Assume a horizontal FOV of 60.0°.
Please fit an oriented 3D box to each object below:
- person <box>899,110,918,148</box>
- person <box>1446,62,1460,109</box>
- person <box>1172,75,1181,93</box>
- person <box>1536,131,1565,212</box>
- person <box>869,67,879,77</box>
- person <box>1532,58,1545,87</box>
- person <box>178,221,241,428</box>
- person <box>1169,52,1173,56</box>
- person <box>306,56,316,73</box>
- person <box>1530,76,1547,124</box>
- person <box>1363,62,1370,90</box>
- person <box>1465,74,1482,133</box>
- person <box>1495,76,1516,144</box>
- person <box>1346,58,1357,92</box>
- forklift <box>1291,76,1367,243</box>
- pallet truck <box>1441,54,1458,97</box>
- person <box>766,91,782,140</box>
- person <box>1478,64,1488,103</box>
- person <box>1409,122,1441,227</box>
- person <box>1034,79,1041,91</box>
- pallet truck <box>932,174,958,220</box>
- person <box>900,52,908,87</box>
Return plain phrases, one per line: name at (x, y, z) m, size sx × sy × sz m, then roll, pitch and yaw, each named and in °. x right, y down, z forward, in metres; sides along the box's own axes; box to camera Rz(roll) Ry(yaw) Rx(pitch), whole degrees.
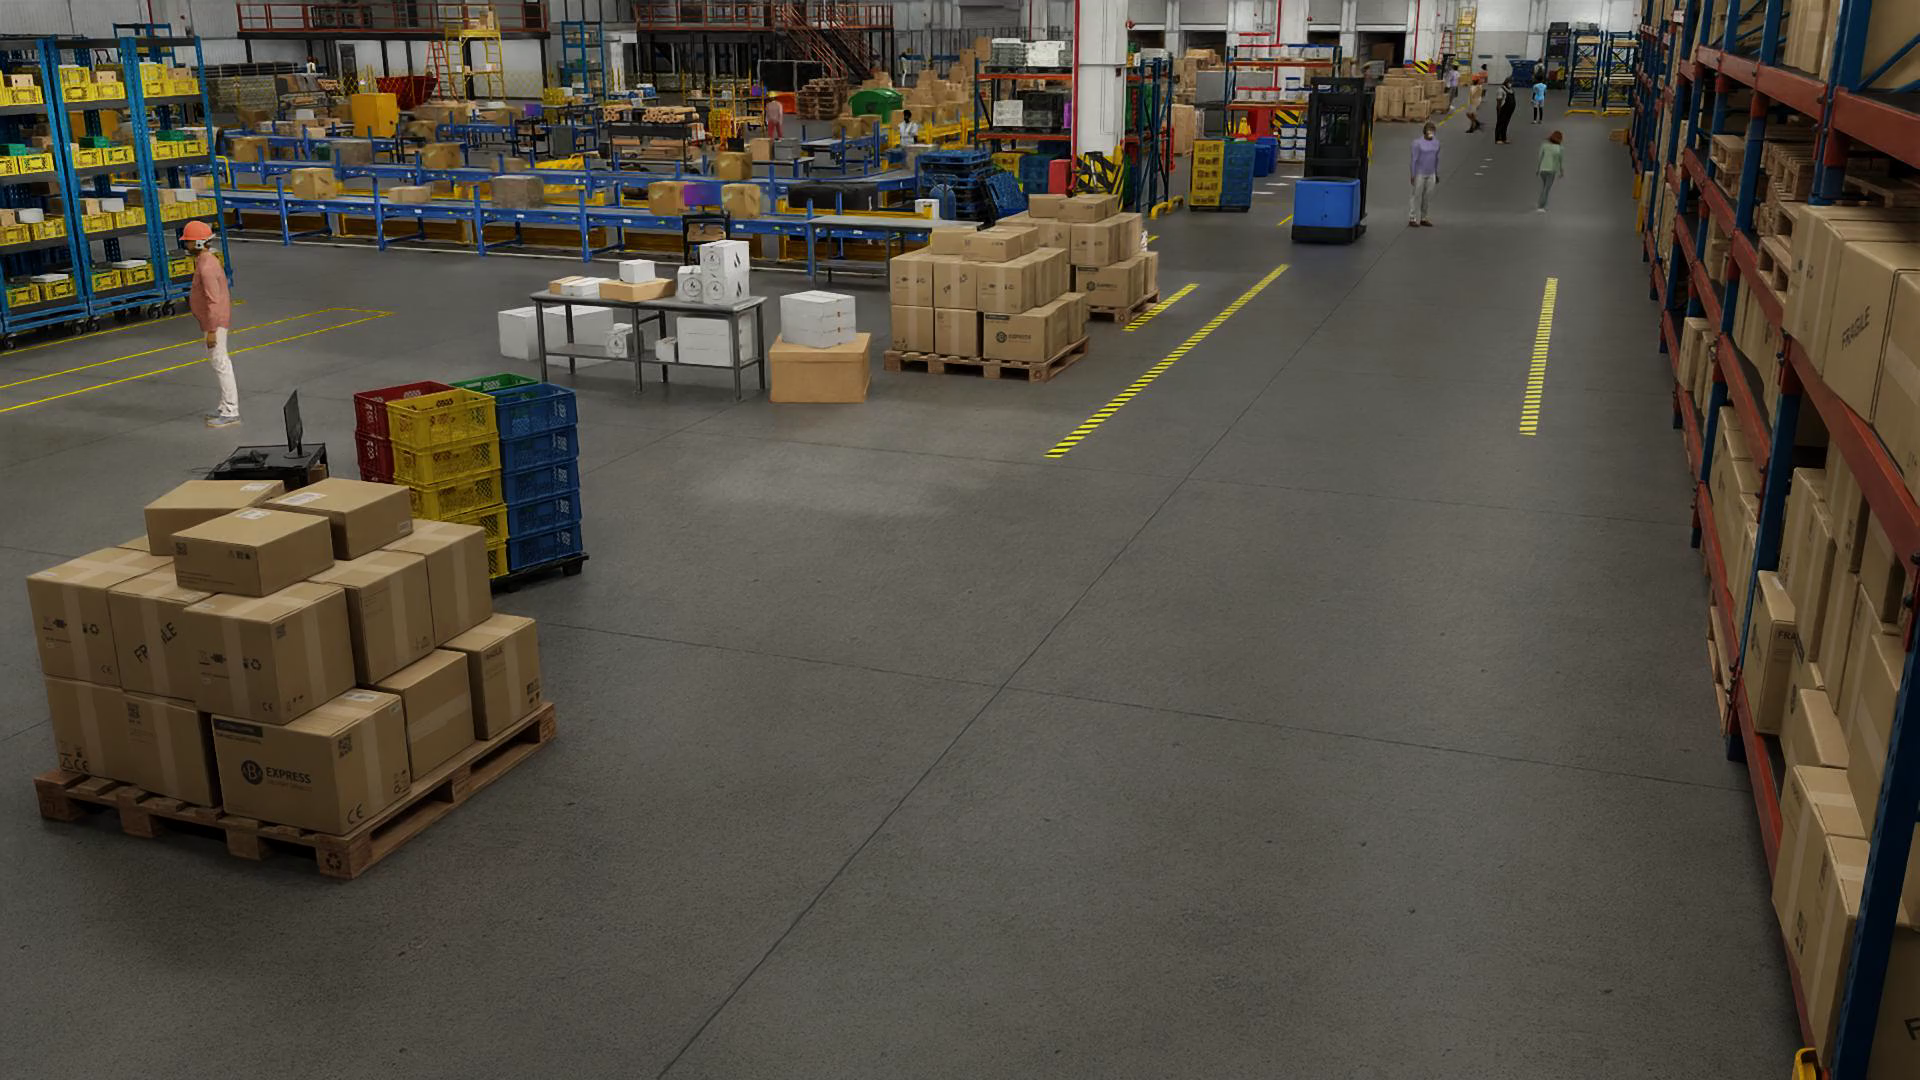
person at (-1.215, -9.553, 40.160) m, size 0.531 × 1.663 × 0.854 m, roll 8°, pitch 19°, yaw 25°
person at (20.432, -18.875, 69.081) m, size 0.366 × 1.894 × 0.733 m, roll 17°, pitch 24°, yaw 42°
person at (7.276, -15.073, 57.243) m, size 0.848 × 1.832 × 0.510 m, roll 2°, pitch 18°, yaw 8°
person at (11.946, -7.435, 33.579) m, size 0.671 × 1.602 × 0.514 m, roll -12°, pitch 21°, yaw -34°
person at (-2.958, -15.760, 59.068) m, size 0.527 × 2.023 × 0.620 m, roll -2°, pitch 18°, yaw -6°
person at (27.001, -21.592, 77.704) m, size 0.535 × 1.826 × 0.412 m, roll -1°, pitch 18°, yaw -4°
person at (-7.286, -2.100, 16.192) m, size 0.381 × 1.994 × 0.621 m, roll -8°, pitch 19°, yaw -23°
person at (10.893, -24.125, 85.535) m, size 0.882 × 1.902 × 0.647 m, roll -1°, pitch 18°, yaw -3°
person at (-30.373, -21.679, 77.889) m, size 0.337 × 1.881 × 0.584 m, roll 5°, pitch 18°, yaw 17°
person at (20.830, -15.853, 59.894) m, size 0.533 × 1.692 × 0.319 m, roll -5°, pitch 18°, yaw -15°
person at (18.012, -20.247, 73.590) m, size 0.482 × 1.750 × 0.542 m, roll 3°, pitch 18°, yaw 8°
person at (17.156, -14.539, 55.391) m, size 0.541 × 1.924 × 0.571 m, roll -6°, pitch 19°, yaw -19°
person at (16.646, -13.095, 50.663) m, size 0.674 × 2.000 × 0.535 m, roll -14°, pitch 22°, yaw -38°
person at (19.184, -22.584, 81.035) m, size 0.875 × 1.705 × 0.494 m, roll 5°, pitch 18°, yaw 15°
forklift at (6.598, -6.755, 29.381) m, size 1.129 × 2.768 × 1.873 m, roll 6°, pitch 19°, yaw 19°
pallet truck at (22.765, -21.886, 78.355) m, size 0.823 × 1.965 × 1.885 m, roll -4°, pitch 18°, yaw -14°
person at (-5.328, -12.012, 47.785) m, size 0.533 × 1.720 × 0.912 m, roll 5°, pitch 18°, yaw 14°
person at (23.210, -20.271, 73.815) m, size 0.332 × 1.672 × 0.597 m, roll -7°, pitch 19°, yaw -20°
person at (8.716, -6.846, 31.194) m, size 0.633 × 1.938 × 0.356 m, roll -7°, pitch 19°, yaw -20°
person at (3.038, -17.531, 64.900) m, size 0.312 × 1.864 × 0.515 m, roll -1°, pitch 18°, yaw -4°
pallet truck at (-0.507, -5.292, 27.348) m, size 0.653 × 1.274 × 1.630 m, roll 6°, pitch 19°, yaw 19°
person at (-2.948, -24.726, 87.533) m, size 0.429 × 1.841 × 0.634 m, roll 0°, pitch 18°, yaw 0°
